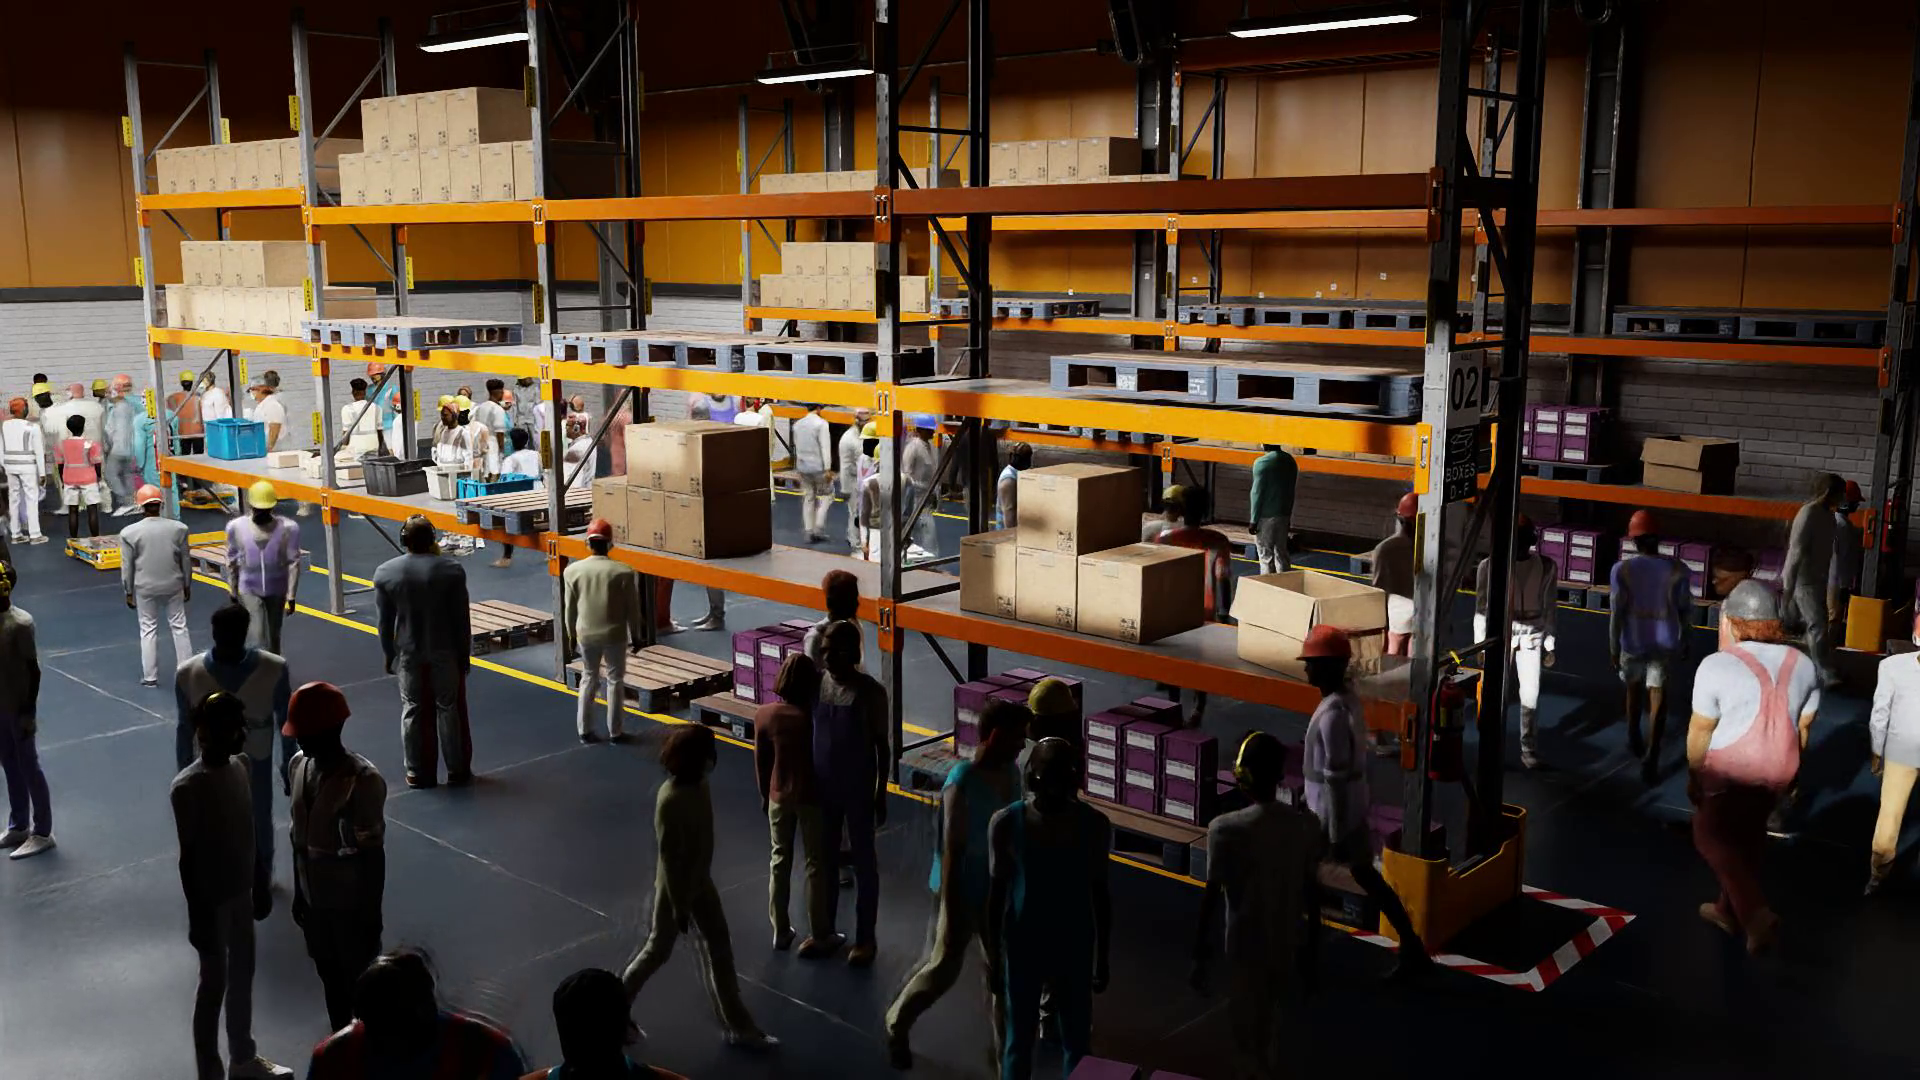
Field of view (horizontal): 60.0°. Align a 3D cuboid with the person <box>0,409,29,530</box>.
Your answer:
[{"bbox_3d":[-12.900,-1.092,22.100,0.967,1.948,0.631,2,10,9],"label":"person"}]

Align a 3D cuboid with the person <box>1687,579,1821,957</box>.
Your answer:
[{"bbox_3d":[4.222,1.207,8.869,0.682,2.000,0.779,-2,10,-10],"label":"person"}]

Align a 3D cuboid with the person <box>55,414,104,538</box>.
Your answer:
[{"bbox_3d":[-10.945,-0.717,20.714,0.541,1.696,0.315,-1,10,-5],"label":"person"}]

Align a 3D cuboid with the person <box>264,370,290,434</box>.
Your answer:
[{"bbox_3d":[-10.695,-1.728,26.017,0.508,1.847,0.345,5,11,24],"label":"person"}]

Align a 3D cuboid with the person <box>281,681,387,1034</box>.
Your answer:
[{"bbox_3d":[-2.735,1.548,7.265,0.543,1.929,0.384,6,12,30],"label":"person"}]

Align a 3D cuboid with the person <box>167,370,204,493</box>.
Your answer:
[{"bbox_3d":[-11.641,-1.619,25.198,0.602,1.911,0.406,-1,10,-7],"label":"person"}]

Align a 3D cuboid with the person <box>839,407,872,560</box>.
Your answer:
[{"bbox_3d":[-1.203,-0.678,19.990,0.495,1.879,0.699,8,13,38],"label":"person"}]

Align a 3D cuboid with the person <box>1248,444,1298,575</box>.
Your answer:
[{"bbox_3d":[3.254,-0.230,17.318,0.627,1.933,0.370,-9,14,-43],"label":"person"}]

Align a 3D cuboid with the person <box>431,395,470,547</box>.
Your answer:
[{"bbox_3d":[-6.363,-0.852,20.830,0.587,1.927,0.369,3,11,18],"label":"person"}]

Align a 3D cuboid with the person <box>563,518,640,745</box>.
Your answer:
[{"bbox_3d":[-2.700,0.697,12.606,0.570,1.742,0.353,1,10,6],"label":"person"}]

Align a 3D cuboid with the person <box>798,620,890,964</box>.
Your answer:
[{"bbox_3d":[-0.614,1.320,8.782,0.507,1.847,0.351,4,11,23],"label":"person"}]

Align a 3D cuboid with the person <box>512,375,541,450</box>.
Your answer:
[{"bbox_3d":[-7.301,-2.029,28.044,0.493,1.728,0.324,0,10,1],"label":"person"}]

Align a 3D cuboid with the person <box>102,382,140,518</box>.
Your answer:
[{"bbox_3d":[-11.769,-1.249,23.204,0.519,1.891,0.654,-4,11,-23],"label":"person"}]

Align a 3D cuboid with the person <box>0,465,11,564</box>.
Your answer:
[{"bbox_3d":[-10.792,-0.300,18.400,0.475,1.678,0.547,9,13,41],"label":"person"}]

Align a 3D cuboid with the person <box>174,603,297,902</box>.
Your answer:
[{"bbox_3d":[-4.025,1.236,9.251,0.643,1.868,1.023,-4,11,-23],"label":"person"}]

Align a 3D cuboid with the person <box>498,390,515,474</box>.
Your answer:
[{"bbox_3d":[-6.504,-1.278,23.775,0.352,1.740,0.568,-4,11,-19],"label":"person"}]

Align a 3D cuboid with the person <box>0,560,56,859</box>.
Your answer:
[{"bbox_3d":[-5.894,1.037,10.309,0.519,1.874,0.327,6,12,32],"label":"person"}]

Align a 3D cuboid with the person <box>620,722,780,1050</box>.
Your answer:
[{"bbox_3d":[-1.309,1.617,7.799,0.853,1.593,0.512,3,10,16],"label":"person"}]

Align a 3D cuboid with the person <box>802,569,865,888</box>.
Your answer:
[{"bbox_3d":[-0.731,1.103,9.896,0.338,1.881,0.588,4,11,23],"label":"person"}]

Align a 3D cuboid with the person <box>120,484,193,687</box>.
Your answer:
[{"bbox_3d":[-6.925,0.387,14.351,0.565,1.742,0.353,-8,13,-38],"label":"person"}]

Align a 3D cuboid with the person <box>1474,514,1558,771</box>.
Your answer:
[{"bbox_3d":[4.000,0.737,12.004,0.583,1.877,0.358,1,10,4],"label":"person"}]

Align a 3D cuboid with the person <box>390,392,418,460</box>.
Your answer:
[{"bbox_3d":[-7.773,-1.193,23.246,0.330,1.750,0.573,1,10,6],"label":"person"}]

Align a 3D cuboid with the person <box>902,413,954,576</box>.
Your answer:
[{"bbox_3d":[-0.515,-0.535,19.129,0.956,1.912,0.616,5,11,24],"label":"person"}]

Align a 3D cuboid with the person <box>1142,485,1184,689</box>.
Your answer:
[{"bbox_3d":[1.857,0.388,14.372,0.545,1.734,0.764,6,11,29],"label":"person"}]

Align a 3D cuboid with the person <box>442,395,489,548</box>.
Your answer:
[{"bbox_3d":[-6.181,-0.846,20.798,0.589,1.927,0.369,-1,10,-6],"label":"person"}]

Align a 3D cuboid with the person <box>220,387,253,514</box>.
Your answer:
[{"bbox_3d":[-10.189,-1.262,23.391,0.651,1.849,0.584,8,13,37],"label":"person"}]

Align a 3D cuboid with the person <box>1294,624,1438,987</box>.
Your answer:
[{"bbox_3d":[1.961,1.365,8.484,1.050,1.883,0.539,5,11,25],"label":"person"}]

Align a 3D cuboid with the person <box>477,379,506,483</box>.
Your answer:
[{"bbox_3d":[-6.485,-1.268,23.144,0.419,1.950,0.611,-10,14,-44],"label":"person"}]

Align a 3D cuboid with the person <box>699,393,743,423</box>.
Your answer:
[{"bbox_3d":[-3.383,-1.362,23.393,0.728,2.000,0.746,-4,11,-22],"label":"person"}]

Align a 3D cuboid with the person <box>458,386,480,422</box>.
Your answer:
[{"bbox_3d":[-7.619,-1.571,25.745,0.522,1.632,0.313,1,10,7],"label":"person"}]

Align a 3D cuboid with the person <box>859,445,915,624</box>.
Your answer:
[{"bbox_3d":[-0.734,-0.070,16.715,0.593,1.823,0.404,-5,11,-24],"label":"person"}]

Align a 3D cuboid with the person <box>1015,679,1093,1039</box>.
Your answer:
[{"bbox_3d":[0.428,1.514,7.976,0.297,1.744,0.487,-6,12,-31],"label":"person"}]

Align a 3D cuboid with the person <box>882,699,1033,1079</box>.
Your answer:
[{"bbox_3d":[0.035,1.584,7.449,0.919,1.789,0.652,7,12,35],"label":"person"}]

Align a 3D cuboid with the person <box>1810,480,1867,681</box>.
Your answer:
[{"bbox_3d":[7.687,0.342,14.564,0.333,1.749,0.573,2,10,11],"label":"person"}]

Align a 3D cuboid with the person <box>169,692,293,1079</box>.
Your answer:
[{"bbox_3d":[-3.224,1.571,7.319,0.328,1.863,0.509,2,10,11],"label":"person"}]

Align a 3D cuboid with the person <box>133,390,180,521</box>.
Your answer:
[{"bbox_3d":[-10.651,-1.049,22.028,0.409,1.901,0.639,5,11,26],"label":"person"}]

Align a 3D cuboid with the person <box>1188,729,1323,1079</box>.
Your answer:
[{"bbox_3d":[1.239,1.701,6.697,0.532,1.839,0.807,-3,11,-18],"label":"person"}]
